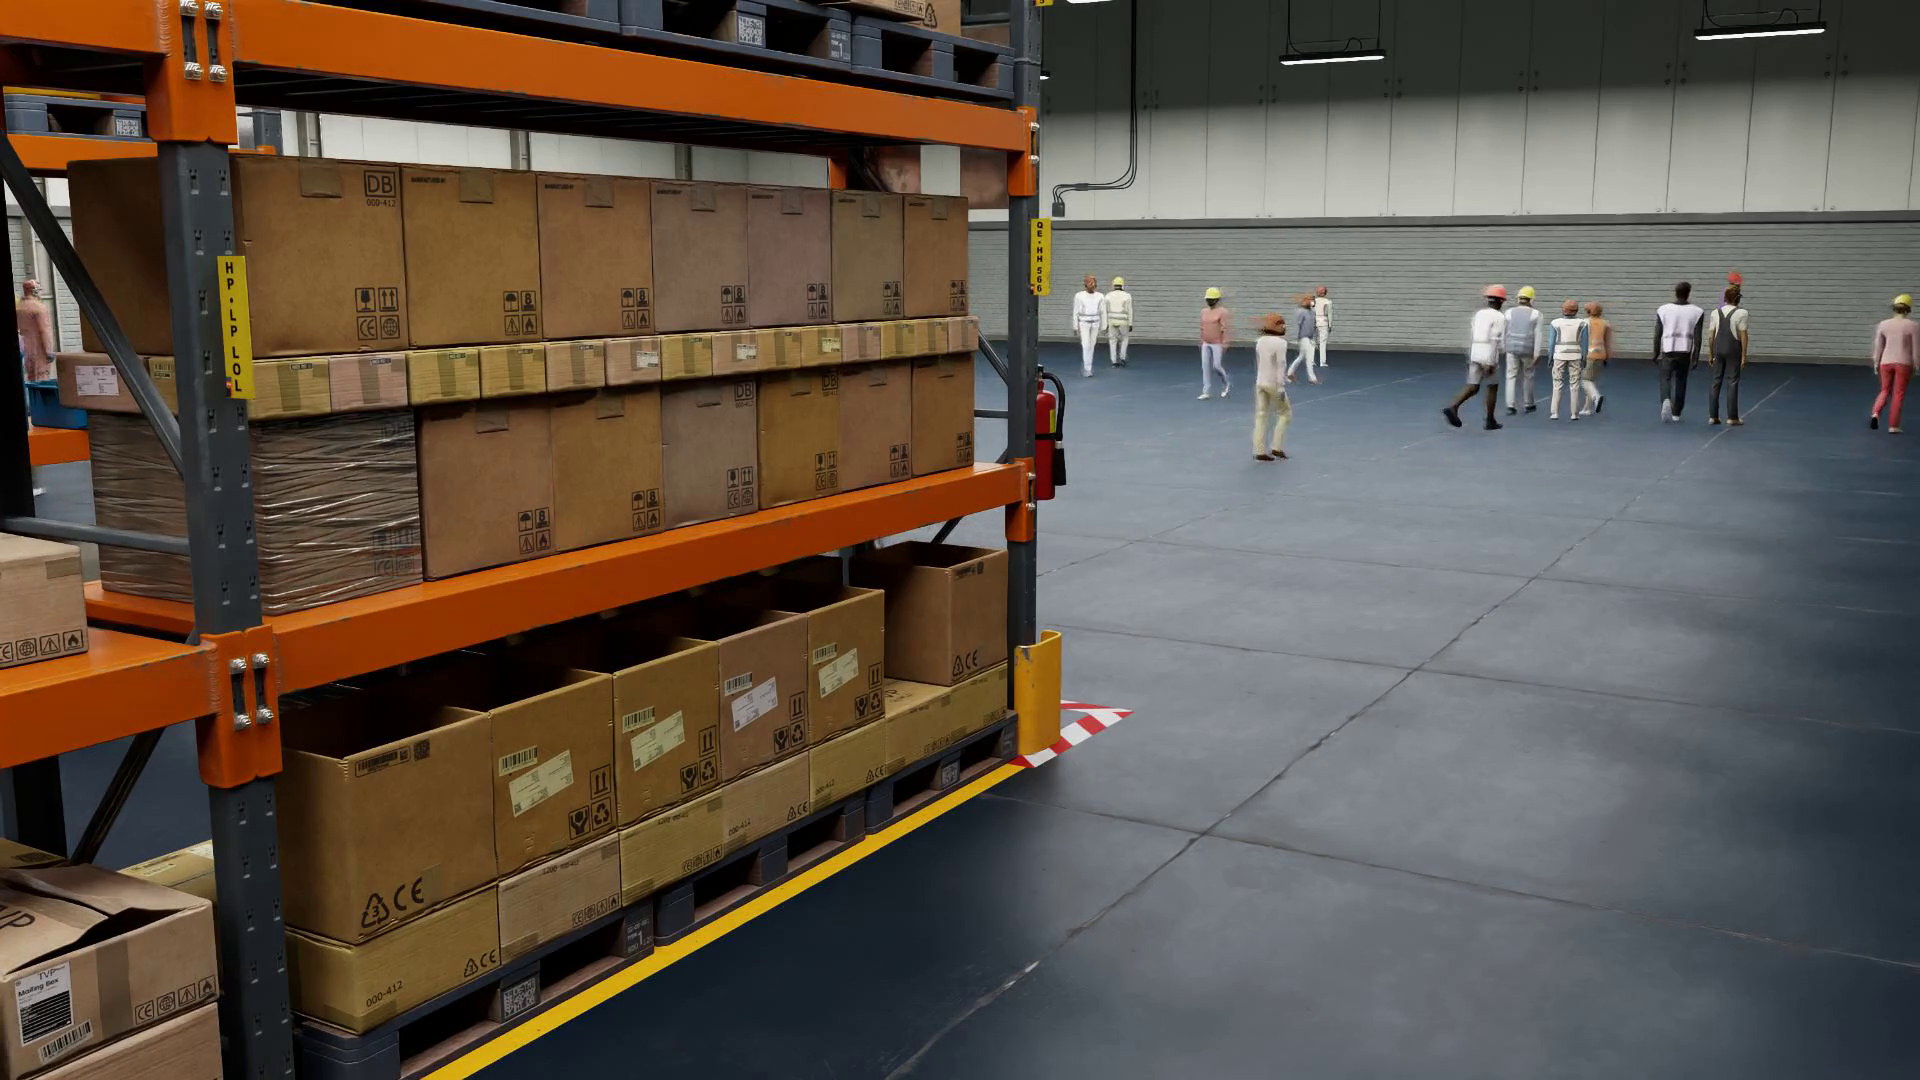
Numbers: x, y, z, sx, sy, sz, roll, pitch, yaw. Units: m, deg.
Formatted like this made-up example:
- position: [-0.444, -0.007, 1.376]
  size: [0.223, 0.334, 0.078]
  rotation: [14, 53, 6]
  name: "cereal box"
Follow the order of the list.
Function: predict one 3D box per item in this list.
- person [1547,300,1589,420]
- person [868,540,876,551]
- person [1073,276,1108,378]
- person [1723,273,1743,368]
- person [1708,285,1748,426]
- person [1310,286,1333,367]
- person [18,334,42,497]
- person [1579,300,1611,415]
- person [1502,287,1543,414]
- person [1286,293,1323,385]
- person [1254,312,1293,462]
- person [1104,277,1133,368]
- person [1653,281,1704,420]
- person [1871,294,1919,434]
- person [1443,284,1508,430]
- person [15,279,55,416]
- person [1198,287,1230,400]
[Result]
- position: [8.265, -2.444, 22.631]
  size: [0.525, 1.636, 0.307]
  rotation: [3, 10, 19]
  name: "person"
- position: [-1.062, -0.741, 11.788]
  size: [1.043, 1.935, 0.629]
  rotation: [-2, 10, -11]
  name: "person"
- position: [2.420, -3.896, 30.488]
  size: [0.604, 1.850, 0.869]
  rotation: [-2, 10, -13]
  name: "person"
- position: [15.362, -4.356, 33.110]
  size: [0.392, 1.897, 0.728]
  rotation: [6, 12, 33]
  name: "person"
- position: [10.137, -2.433, 21.953]
  size: [0.347, 1.847, 0.505]
  rotation: [-8, 12, -38]
  name: "person"
- position: [7.264, -4.309, 33.572]
  size: [0.509, 1.629, 0.316]
  rotation: [6, 11, 32]
  name: "person"
- position: [-8.749, -1.282, 15.061]
  size: [0.612, 1.892, 0.821]
  rotation: [4, 10, 21]
  name: "person"
- position: [8.838, -2.518, 23.117]
  size: [0.541, 1.614, 0.597]
  rotation: [-2, 10, -13]
  name: "person"
- position: [7.959, -2.681, 23.544]
  size: [0.595, 1.796, 0.804]
  rotation: [6, 11, 30]
  name: "person"
- position: [5.997, -3.514, 29.002]
  size: [0.823, 1.601, 0.508]
  rotation: [10, 14, 44]
  name: "person"
- position: [3.423, -1.650, 18.008]
  size: [0.523, 1.612, 0.528]
  rotation: [-5, 11, -29]
  name: "person"
- position: [3.198, -4.369, 33.373]
  size: [0.626, 1.809, 0.639]
  rotation: [4, 10, 21]
  name: "person"
- position: [9.658, -2.533, 22.399]
  size: [0.599, 1.900, 0.744]
  rotation: [3, 10, 18]
  name: "person"
- position: [11.777, -2.203, 20.892]
  size: [0.383, 1.757, 0.538]
  rotation: [-7, 12, -34]
  name: "person"
- position: [6.606, -2.319, 21.230]
  size: [0.865, 1.886, 0.557]
  rotation: [-5, 11, -28]
  name: "person"
- position: [-12.687, -2.620, 22.873]
  size: [0.652, 1.906, 0.403]
  rotation: [5, 11, 25]
  name: "person"
- position: [3.975, -3.063, 25.925]
  size: [0.582, 1.745, 0.546]
  rotation: [-9, 13, -44]
  name: "person"
